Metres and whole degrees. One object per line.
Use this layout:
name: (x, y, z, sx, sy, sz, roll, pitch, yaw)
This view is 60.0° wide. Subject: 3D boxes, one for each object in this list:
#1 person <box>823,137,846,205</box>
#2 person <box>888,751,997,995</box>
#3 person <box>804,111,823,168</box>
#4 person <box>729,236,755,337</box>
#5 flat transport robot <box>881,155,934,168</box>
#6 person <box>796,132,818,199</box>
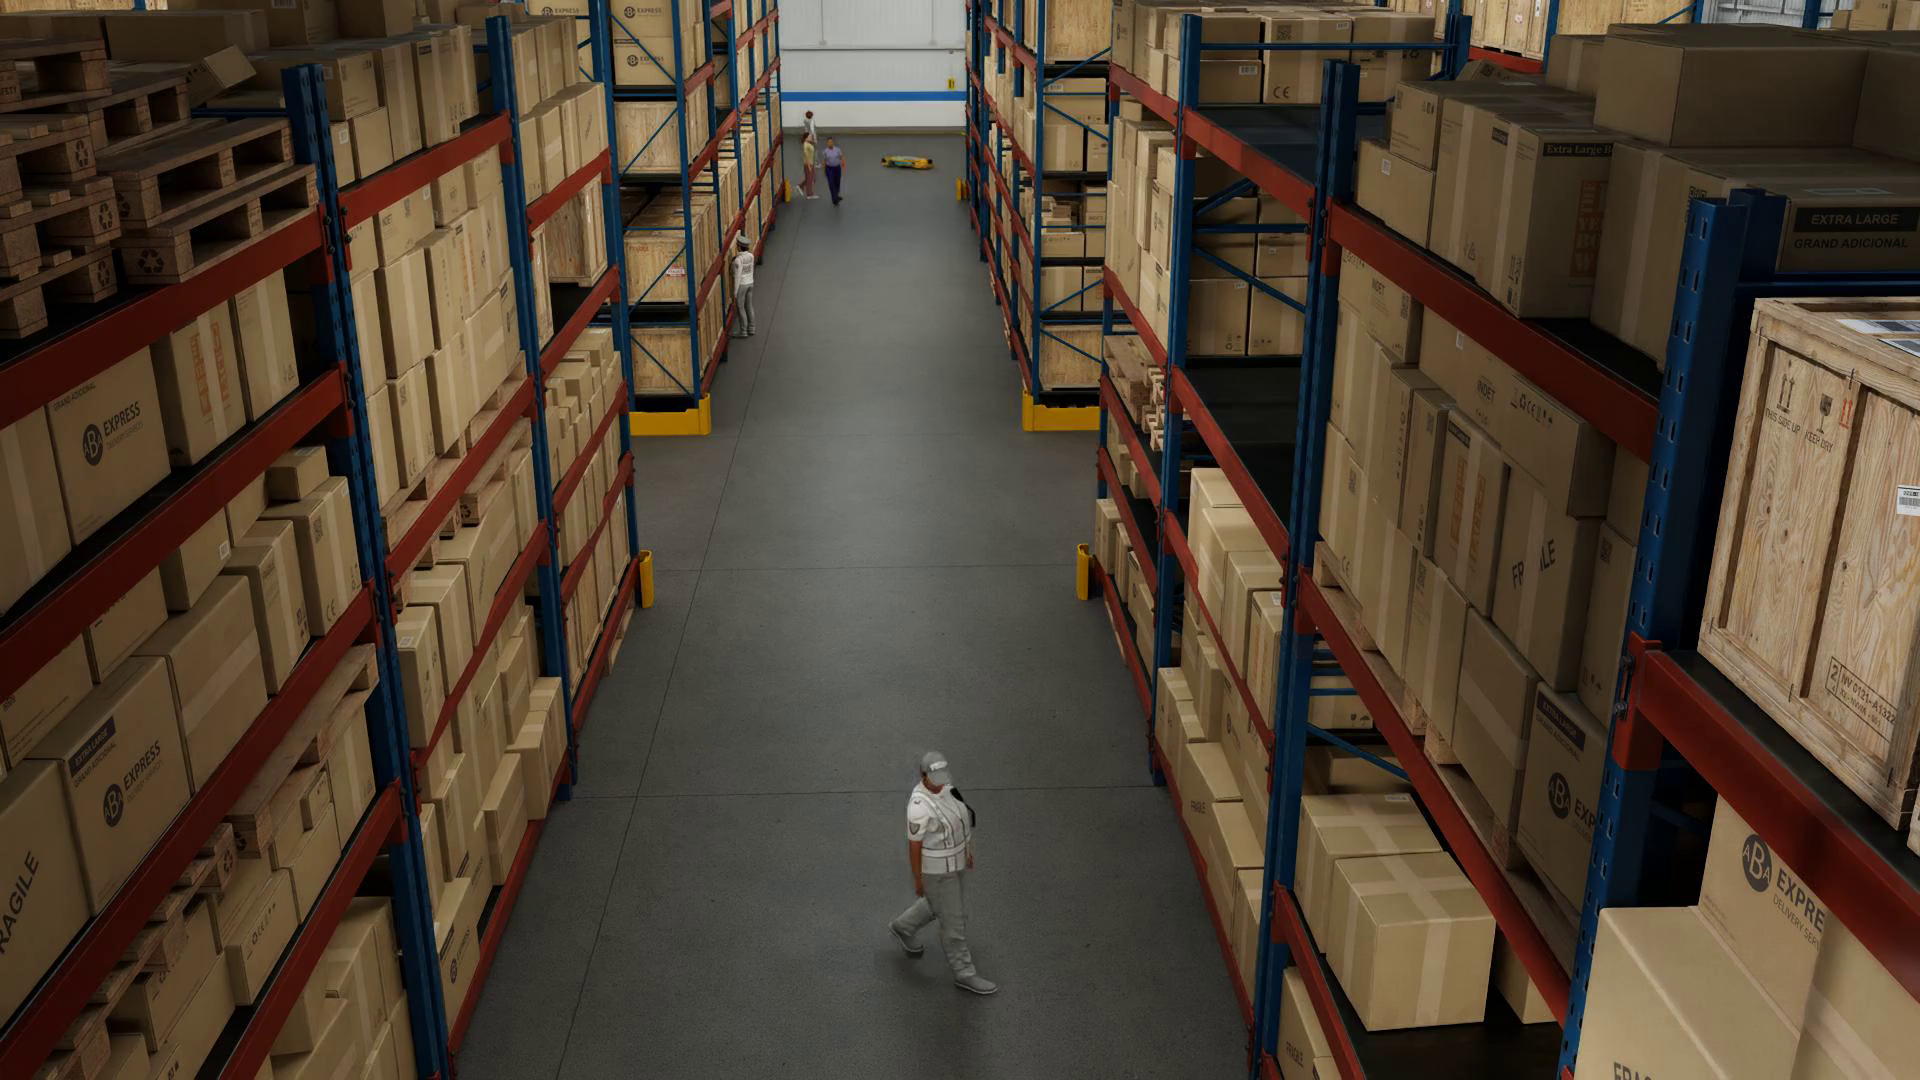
person: (-3.133, -9.193, 41.332, 0.537, 1.610, 0.962, -5, 21, -14)
person: (-0.119, 2.134, 10.955, 0.844, 1.658, 0.485, 7, 21, 17)
person: (-4.183, -11.387, 47.233, 0.434, 1.603, 0.498, 18, 27, 40)
person: (-3.668, -4.287, 28.096, 0.363, 1.693, 0.459, 11, 23, 28)
flat transport robot: (-1.519, -10.846, 47.802, 1.431, 0.264, 0.659, 14, 25, 33)
person: (-3.883, -9.465, 41.981, 0.588, 1.662, 0.487, 1, 20, 2)
